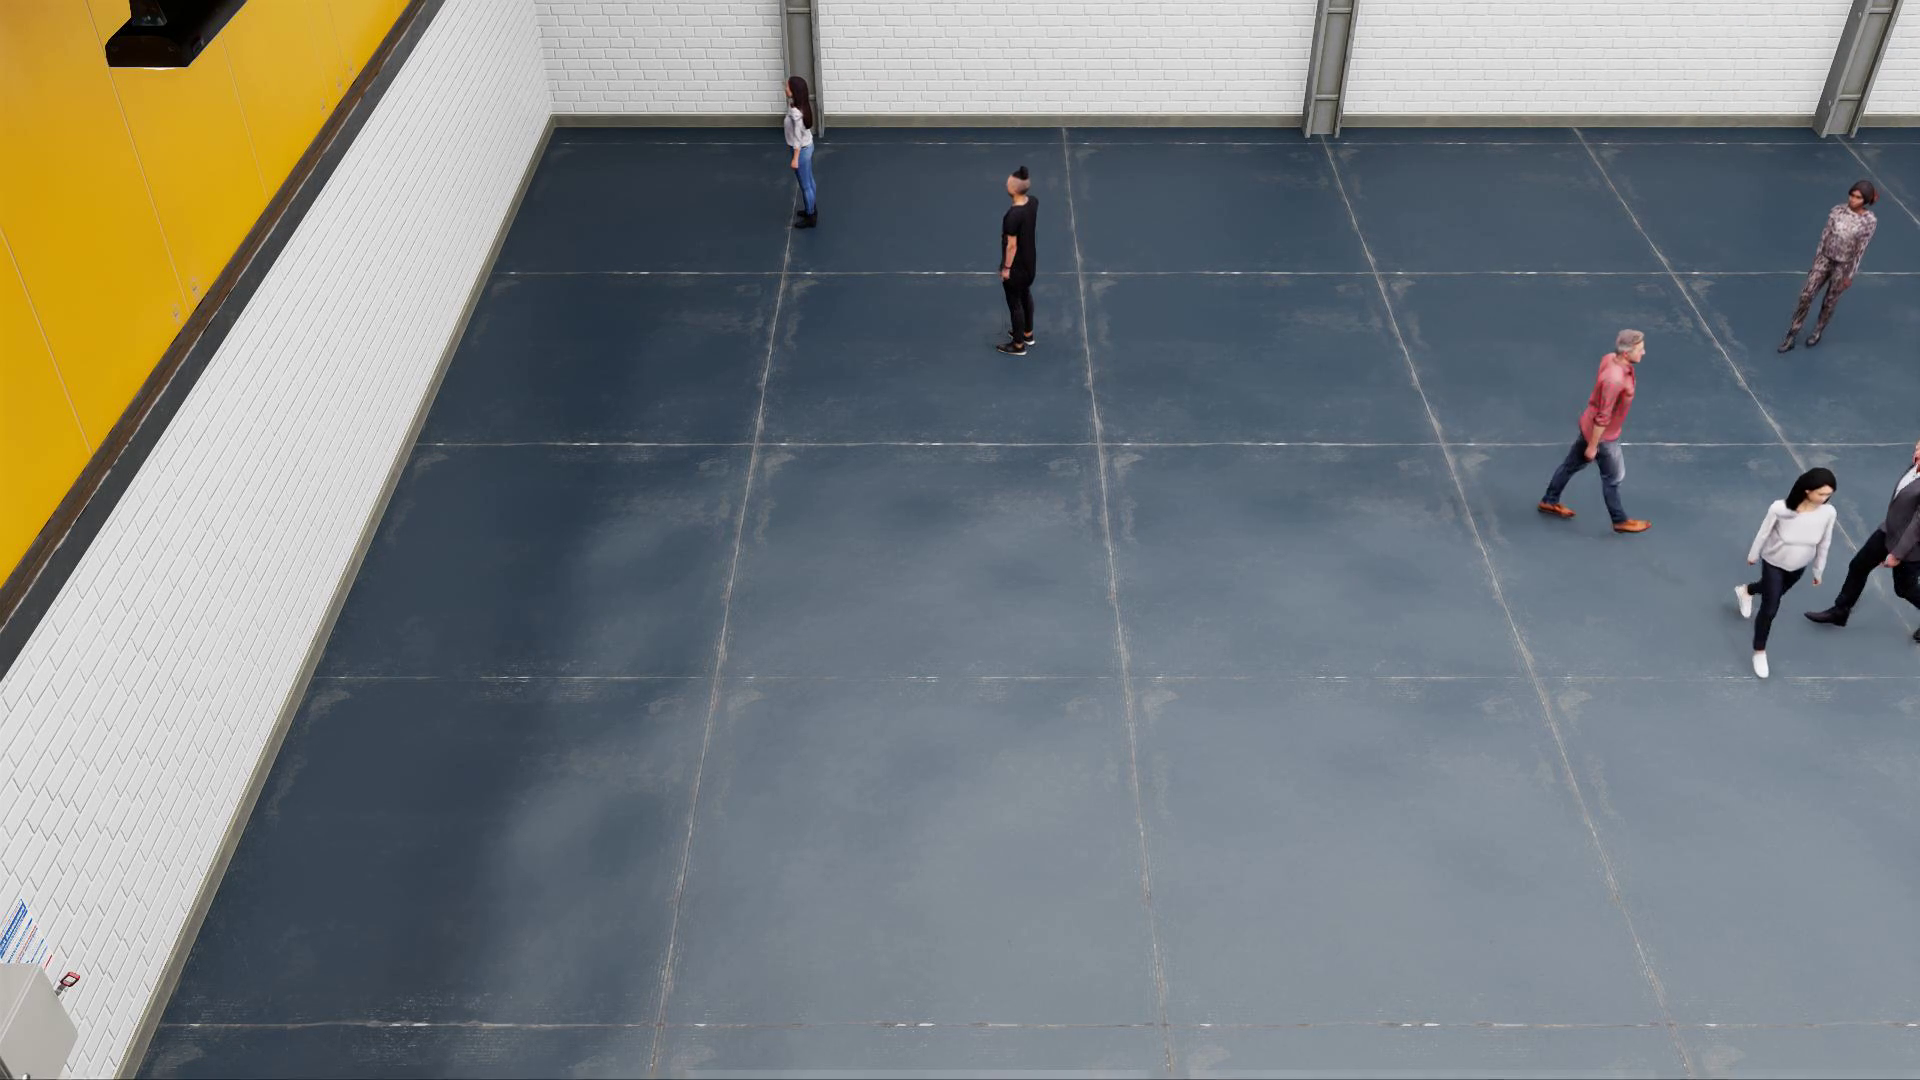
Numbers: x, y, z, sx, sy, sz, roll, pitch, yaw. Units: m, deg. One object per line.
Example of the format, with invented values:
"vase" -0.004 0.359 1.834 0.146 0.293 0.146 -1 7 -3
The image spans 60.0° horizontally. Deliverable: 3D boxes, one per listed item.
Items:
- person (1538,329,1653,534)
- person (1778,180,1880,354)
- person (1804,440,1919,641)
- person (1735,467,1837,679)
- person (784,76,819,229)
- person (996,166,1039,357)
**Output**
"person" 4.954 -0.877 13.124 1.182 1.797 0.924 11 40 13
"person" 8.084 -2.529 15.275 0.902 1.694 0.950 30 47 32
"person" 6.908 -0.003 12.030 1.226 1.796 0.834 4 39 5
"person" 5.914 0.112 11.993 1.044 1.663 0.712 1 39 1
"person" -1.624 -4.020 17.191 0.517 1.633 0.610 2 39 3
"person" 0.535 -2.561 15.176 0.745 1.868 0.772 16 41 19
